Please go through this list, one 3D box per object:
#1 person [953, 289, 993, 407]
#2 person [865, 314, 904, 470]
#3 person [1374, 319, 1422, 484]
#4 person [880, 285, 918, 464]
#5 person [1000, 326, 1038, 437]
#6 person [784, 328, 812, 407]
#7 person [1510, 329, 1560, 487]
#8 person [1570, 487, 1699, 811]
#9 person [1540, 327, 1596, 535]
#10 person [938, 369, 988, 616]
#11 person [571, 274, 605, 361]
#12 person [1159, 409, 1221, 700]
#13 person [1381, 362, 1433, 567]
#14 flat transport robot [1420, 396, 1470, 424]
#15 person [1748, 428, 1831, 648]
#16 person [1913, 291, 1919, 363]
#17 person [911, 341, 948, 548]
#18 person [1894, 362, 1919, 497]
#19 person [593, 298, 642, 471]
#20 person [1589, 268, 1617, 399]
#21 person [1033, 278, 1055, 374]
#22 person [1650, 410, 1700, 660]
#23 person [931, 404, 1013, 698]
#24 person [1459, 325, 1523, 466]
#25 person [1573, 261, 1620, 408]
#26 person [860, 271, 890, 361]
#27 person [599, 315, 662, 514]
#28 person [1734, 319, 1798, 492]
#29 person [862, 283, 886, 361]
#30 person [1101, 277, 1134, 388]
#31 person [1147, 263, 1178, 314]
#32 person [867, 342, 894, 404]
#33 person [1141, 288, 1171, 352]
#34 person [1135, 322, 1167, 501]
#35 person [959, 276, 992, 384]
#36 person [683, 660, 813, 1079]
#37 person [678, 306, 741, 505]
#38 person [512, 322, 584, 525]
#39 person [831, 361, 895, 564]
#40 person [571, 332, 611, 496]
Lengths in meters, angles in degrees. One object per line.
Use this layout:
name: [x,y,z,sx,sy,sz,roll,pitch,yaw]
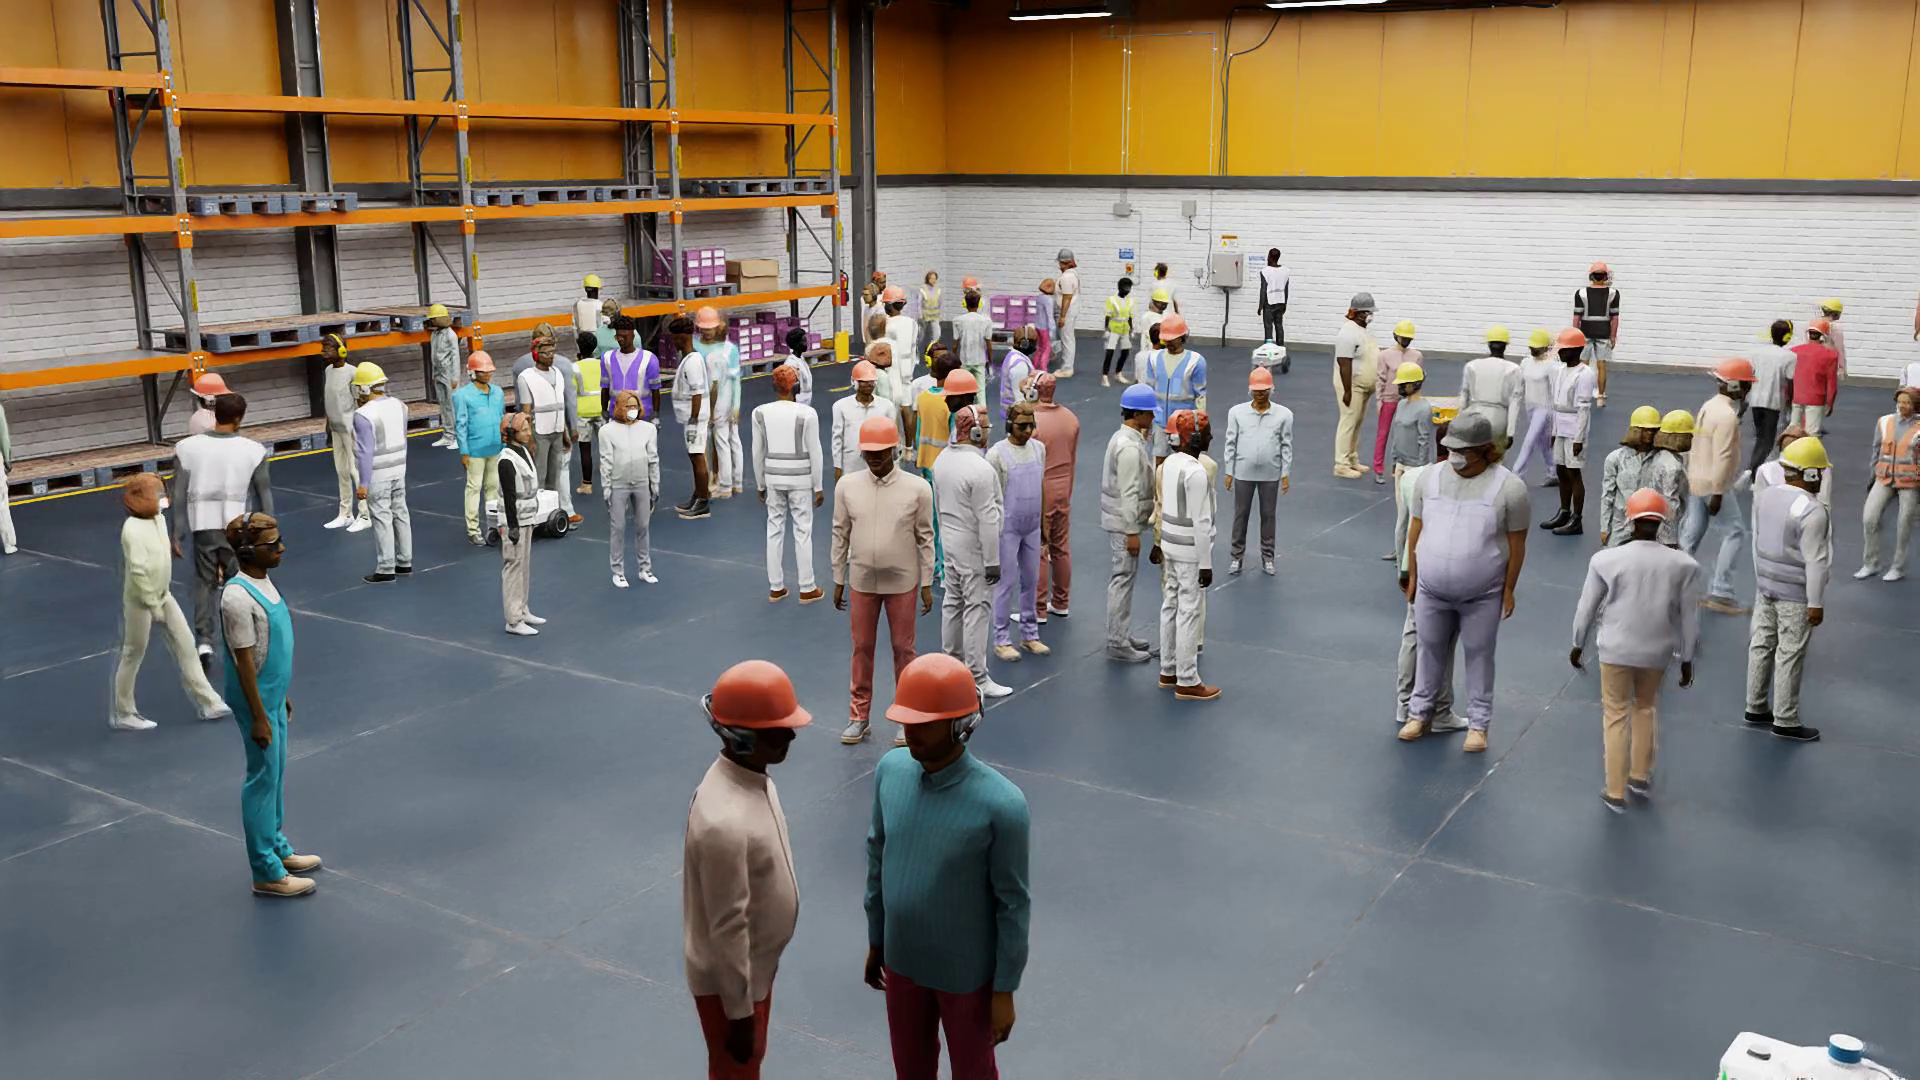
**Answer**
person: [0.153,-2.155,20.554,0.508,1.862,0.326,1,13,2]
person: [-0.835,-1.512,17.904,0.641,1.810,0.505,9,16,34]
person: [4.697,-1.479,17.827,0.523,1.768,0.325,-3,13,-12]
person: [-0.743,-1.853,18.838,0.370,2.044,0.608,10,16,36]
person: [0.611,-1.199,16.472,0.429,1.837,0.624,-1,13,-2]
person: [-1.722,-1.398,17.616,0.321,1.699,0.529,1,13,5]
person: [6.013,-1.355,17.411,0.926,1.701,0.544,-5,14,-19]
person: [3.628,0.574,8.991,0.597,1.726,0.575,1,13,4]
person: [5.627,-1.006,15.429,0.392,1.929,0.546,-2,13,-8]
person: [0.026,-0.312,12.415,0.378,1.931,0.540,-2,13,-11]
person: [-4.877,-2.571,22.205,0.585,1.929,0.364,4,14,16]
person: [1.481,0.093,10.751,0.355,1.883,0.575,-4,13,-16]
person: [3.831,-0.644,14.225,0.344,1.758,0.532,-3,13,-13]
flat transport robot: [6.525,-1.752,22.282,0.652,0.197,1.431,0,13,-1]
person: [5.841,0.004,11.760,0.514,1.587,0.876,8,15,31]
person: [14.267,-3.077,24.256,0.623,1.989,0.400,8,15,31]
person: [-0.197,-0.840,14.812,0.538,1.875,0.313,-10,16,-36]
person: [9.788,-1.236,16.945,0.319,1.688,0.538,-6,14,-23]
person: [-3.786,-1.699,18.399,0.633,1.938,0.356,8,15,30]
person: [9.291,-3.017,24.219,0.649,1.886,0.544,-7,15,-29]
person: [1.322,-3.280,25.966,0.317,1.616,0.507,-5,14,-21]
person: [4.949,-0.048,11.664,0.309,1.744,0.485,3,13,11]
person: [0.085,0.070,10.796,0.410,1.909,0.642,-8,15,-30]
person: [5.076,-1.124,16.036,0.604,1.887,0.941,8,15,31]
person: [8.854,-2.863,23.222,0.605,2.043,0.379,4,13,15]
person: [-1.171,-2.880,23.672,0.569,1.878,0.351,-12,17,-41]
person: [-3.228,-1.225,16.282,0.613,1.963,0.362,2,13,7]
person: [8.304,-1.367,17.204,0.757,1.837,0.570,-9,16,-35]
person: [-1.127,-2.500,22.128,0.374,1.833,0.516,-6,14,-24]
person: [2.387,-3.170,25.373,0.589,1.675,0.328,-10,16,-37]
person: [3.236,-3.509,26.548,0.550,1.805,1.030,-2,13,-9]
person: [-0.786,-1.188,16.852,0.283,1.633,0.497,-4,14,-17]
person: [2.638,-2.480,22.198,0.540,1.757,0.348,-8,15,-33]
person: [1.942,-1.253,16.663,0.327,1.853,0.526,-11,17,-41]
person: [0.215,-3.042,24.656,0.463,1.736,0.577,-4,14,-16]
person: [-0.649,1.328,5.184,0.421,1.984,0.618,0,13,1]
person: [-2.527,-1.364,16.834,0.617,1.978,1.094,-2,13,-10]
person: [-3.890,-1.083,15.728,0.627,1.940,0.371,4,14,16]
person: [-0.824,-0.669,14.326,0.563,1.755,0.318,-3,13,-13]
person: [-3.819,-1.302,17.207,0.535,1.697,0.322,-9,16,-33]
